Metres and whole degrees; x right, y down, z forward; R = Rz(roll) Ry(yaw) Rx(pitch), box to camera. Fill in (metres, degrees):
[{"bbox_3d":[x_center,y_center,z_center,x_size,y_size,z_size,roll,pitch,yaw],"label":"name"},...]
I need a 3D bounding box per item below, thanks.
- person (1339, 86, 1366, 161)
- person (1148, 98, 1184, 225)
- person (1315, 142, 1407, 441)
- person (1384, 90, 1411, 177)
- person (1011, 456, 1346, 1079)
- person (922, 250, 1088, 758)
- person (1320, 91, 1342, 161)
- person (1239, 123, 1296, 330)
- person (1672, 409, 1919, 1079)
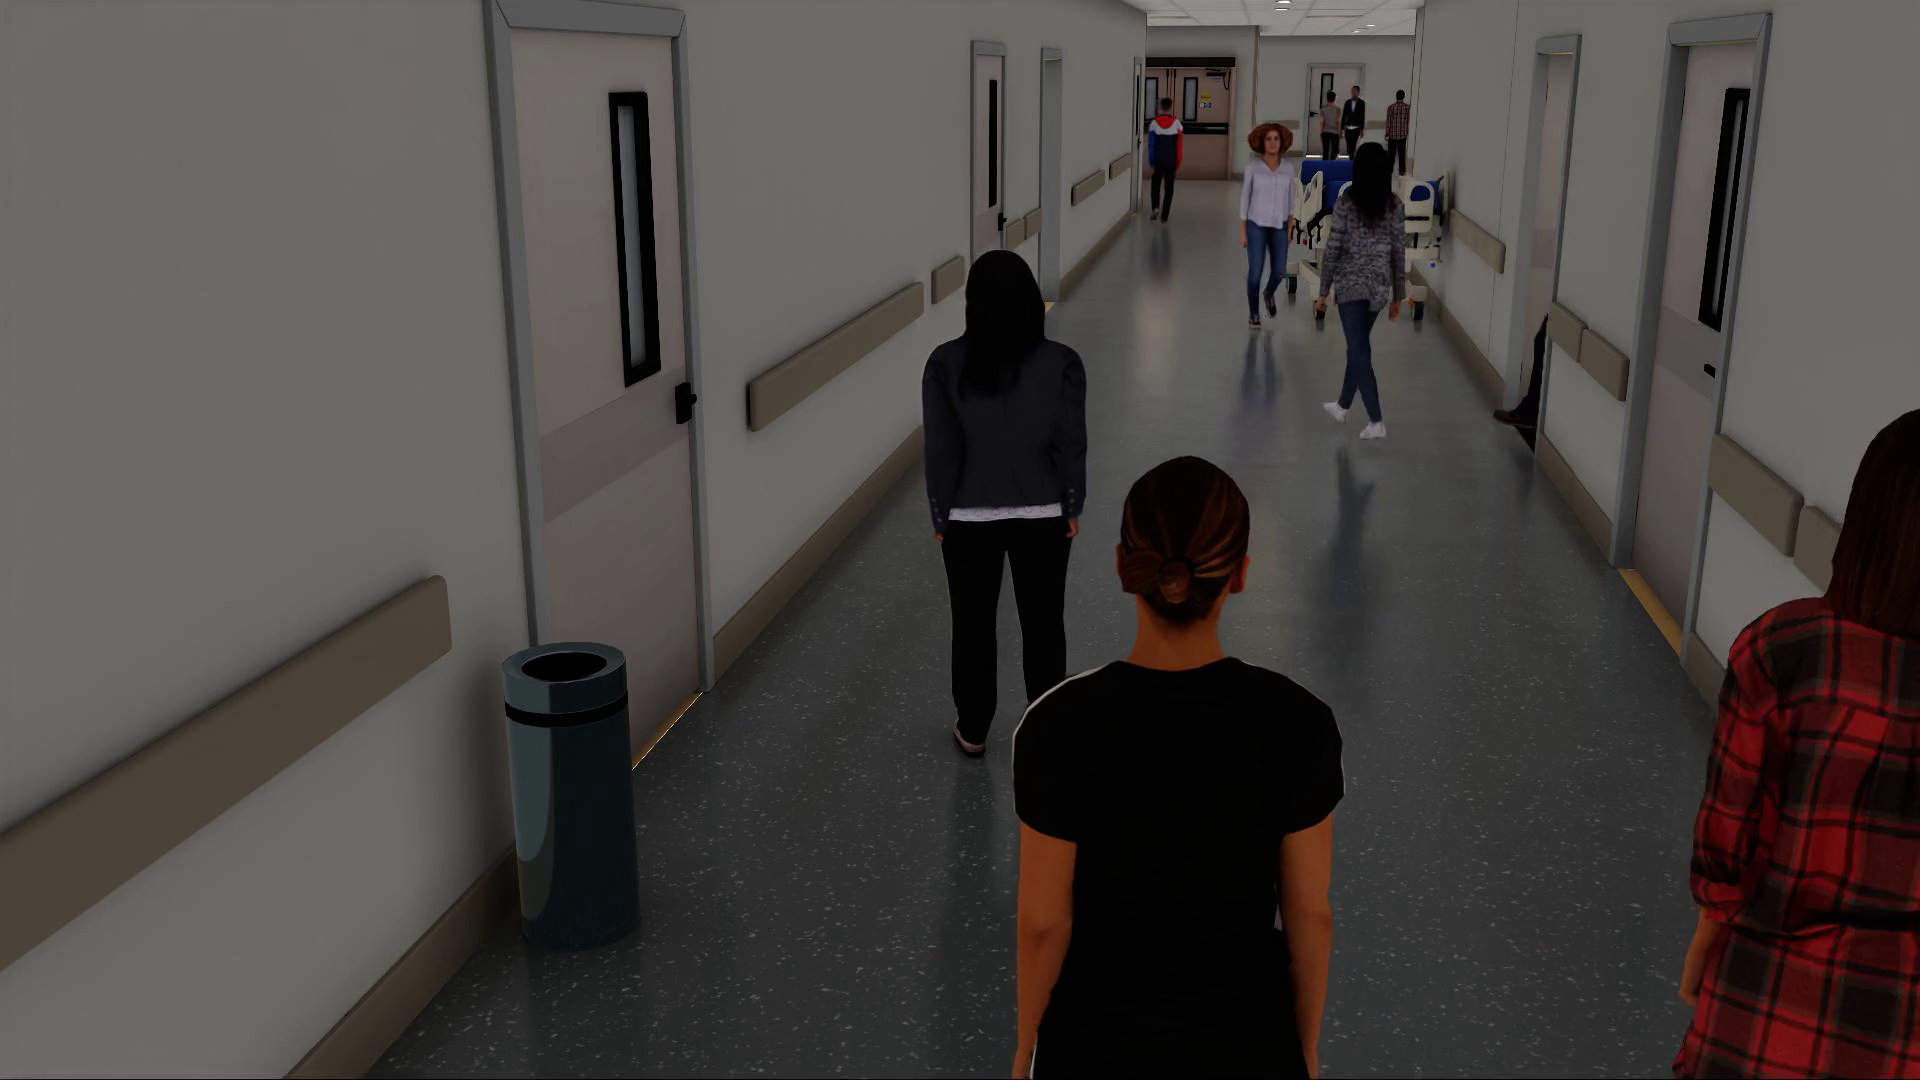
[{"bbox_3d":[8.073,-8.349,34.102,1.131,1.796,0.923,9,18,28],"label":"person"},{"bbox_3d":[2.919,-5.376,23.648,0.580,1.746,0.704,2,16,5],"label":"person"},{"bbox_3d":[2.349,-1.389,9.618,1.197,1.686,0.987,-3,16,-10],"label":"person"},{"bbox_3d":[8.854,-8.203,33.648,0.566,1.761,0.790,0,16,1],"label":"person"},{"bbox_3d":[0.279,0.703,2.229,0.505,1.668,0.683,-1,16,-2],"label":"person"},{"bbox_3d":[0.143,-0.104,5.208,0.642,1.604,0.764,0,16,1],"label":"person"},{"bbox_3d":[7.778,-8.538,34.934,0.823,1.708,0.772,6,17,21],"label":"person"},{"bbox_3d":[2.591,-2.672,14.158,0.769,1.692,0.771,0,16,1],"label":"person"},{"bbox_3d":[1.214,0.679,2.292,1.014,1.680,0.870,8,18,27],"label":"person"}]
